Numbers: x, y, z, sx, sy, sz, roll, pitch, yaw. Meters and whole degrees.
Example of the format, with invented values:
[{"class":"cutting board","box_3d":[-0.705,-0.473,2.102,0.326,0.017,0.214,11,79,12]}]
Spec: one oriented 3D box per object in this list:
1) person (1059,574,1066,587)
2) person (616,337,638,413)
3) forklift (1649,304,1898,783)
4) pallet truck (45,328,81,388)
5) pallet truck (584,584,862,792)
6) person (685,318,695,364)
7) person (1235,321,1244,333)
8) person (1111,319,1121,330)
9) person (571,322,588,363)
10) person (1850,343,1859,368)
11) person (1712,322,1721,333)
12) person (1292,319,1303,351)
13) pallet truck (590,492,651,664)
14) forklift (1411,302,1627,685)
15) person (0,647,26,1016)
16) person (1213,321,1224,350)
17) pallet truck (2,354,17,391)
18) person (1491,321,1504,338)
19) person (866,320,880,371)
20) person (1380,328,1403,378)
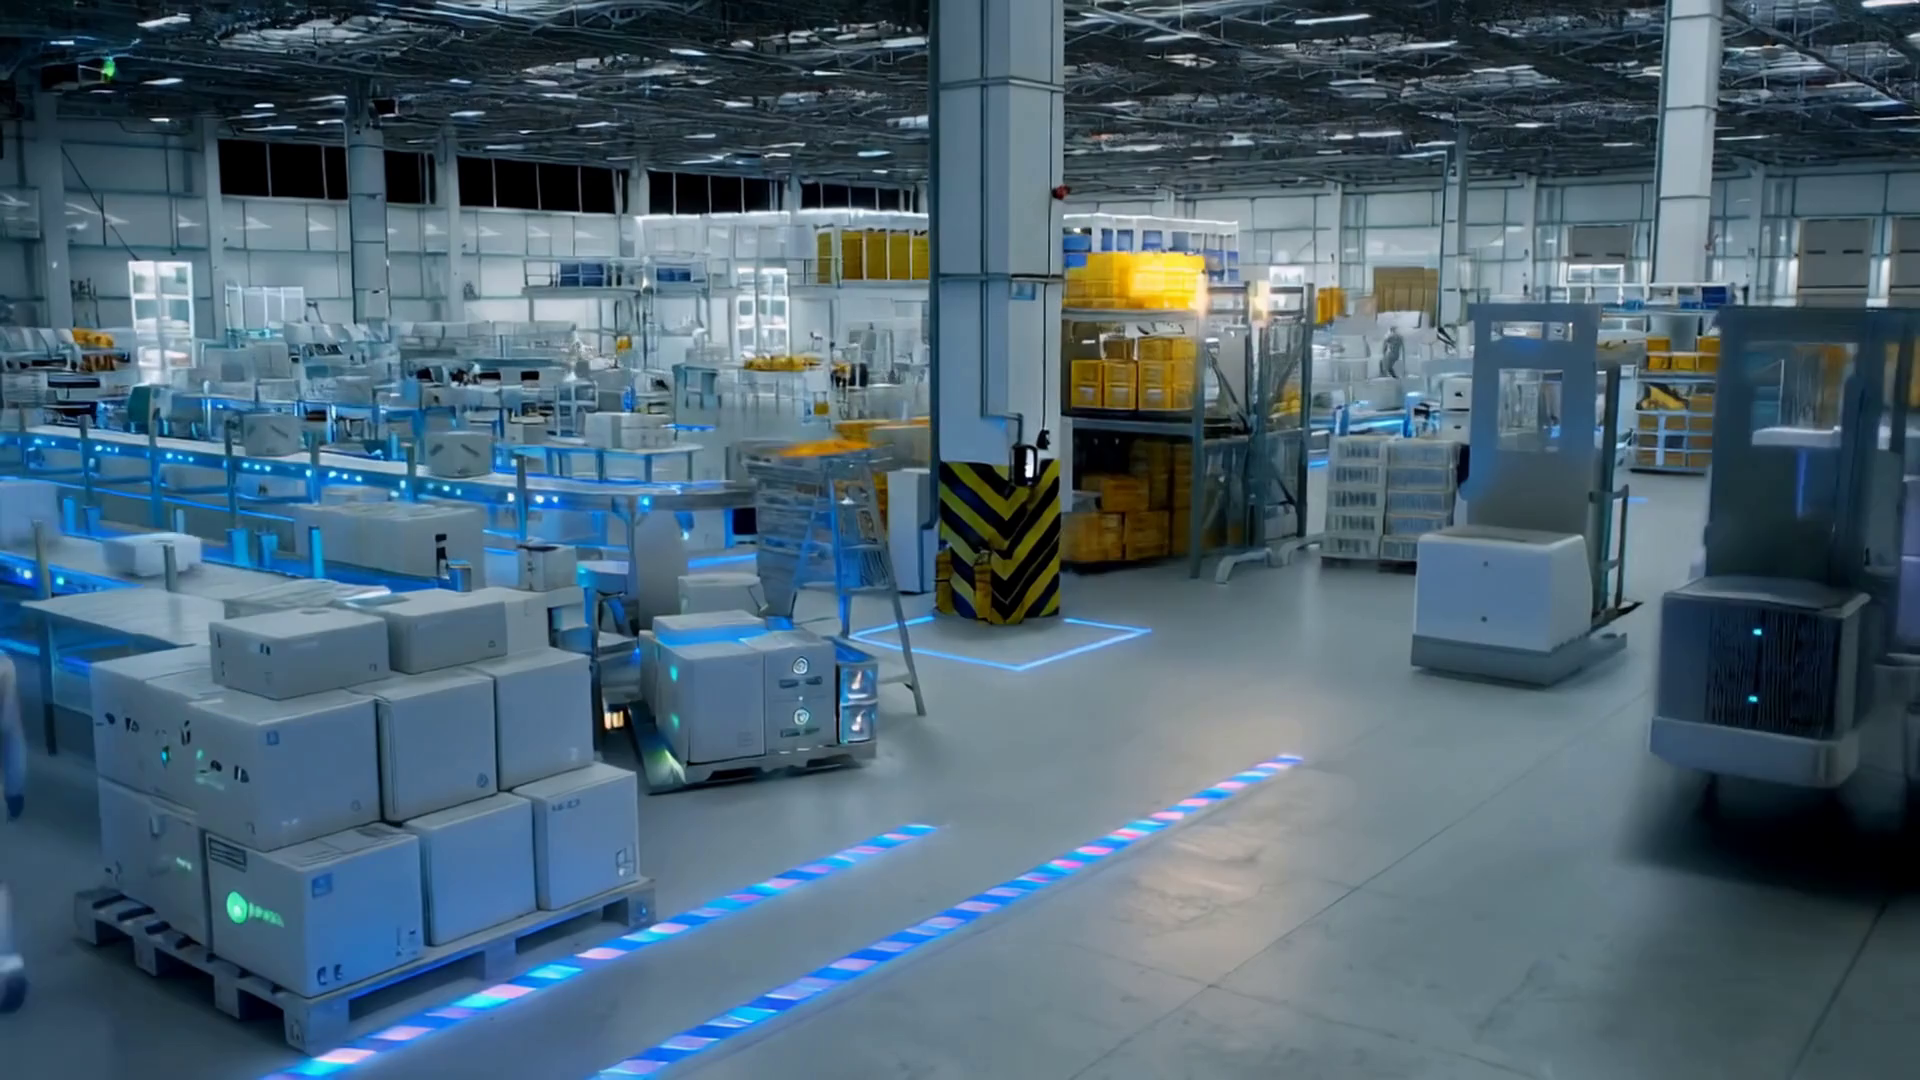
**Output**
[{"class":"person","box_3d":[0.633,-0.325,15.271,0.513,1.927,0.634,-1,9,-9]},{"class":"person","box_3d":[-7.846,-3.843,39.203,0.535,1.868,0.309,1,9,10]},{"class":"forklift","box_3d":[5.191,-0.076,10.412,1.129,2.768,1.873,7,11,37]},{"class":"pallet truck","box_3d":[-23.775,-4.544,43.495,1.885,1.965,0.823,6,10,35]},{"class":"pallet truck","box_3d":[-1.426,0.805,10.019,1.601,1.201,0.680,-4,9,-26]},{"class":"person","box_3d":[-11.136,-8.202,68.500,0.575,1.898,0.792,0,8,-3]},{"class":"person","box_3d":[13.314,-9.878,80.020,0.651,1.824,0.471,0,8,0]},{"class":"person","box_3d":[5.784,-7.177,61.221,0.970,1.997,0.632,-1,9,-9]},{"class":"person","box_3d":[-13.446,-6.746,58.764,0.620,1.867,0.416,1,9,8]},{"class":"person","box_3d":[34.499,-7.517,63.702,0.624,1.940,0.983,-3,9,-18]},{"class":"person","box_3d":[30.800,-8.024,67.477,0.624,1.844,0.430,-2,9,-10]},{"class":"person","box_3d":[17.107,-10.368,83.932,0.729,1.656,0.540,4,9,23]},{"class":"pallet truck","box_3d":[-3.115,0.344,12.883,0.653,1.274,1.630,7,11,37]},{"class":"forklift","box_3d":[4.379,-0.438,12.852,1.129,2.768,1.873,7,11,37]},{"class":"person","box_3d":[-4.047,1.015,6.662,0.596,1.809,0.818,-8,12,-44]},{"class":"person","box_3d":[7.840,-5.690,51.072,0.535,2.000,0.674,7,11,37]},{"class":"pallet truck","box_3d":[-24.881,-4.417,42.634,1.885,1.965,0.823,8,11,41]},{"class":"person","box_3d":[25.699,-9.877,79.551,0.620,1.969,0.469,-3,9,-18]},{"class":"person","box_3d":[-3.315,-7.314,62.444,0.782,1.920,0.542,4,9,27]},{"class":"person","box_3d":[12.719,-5.326,49.140,0.653,1.882,1.007,-4,9,-27]}]
